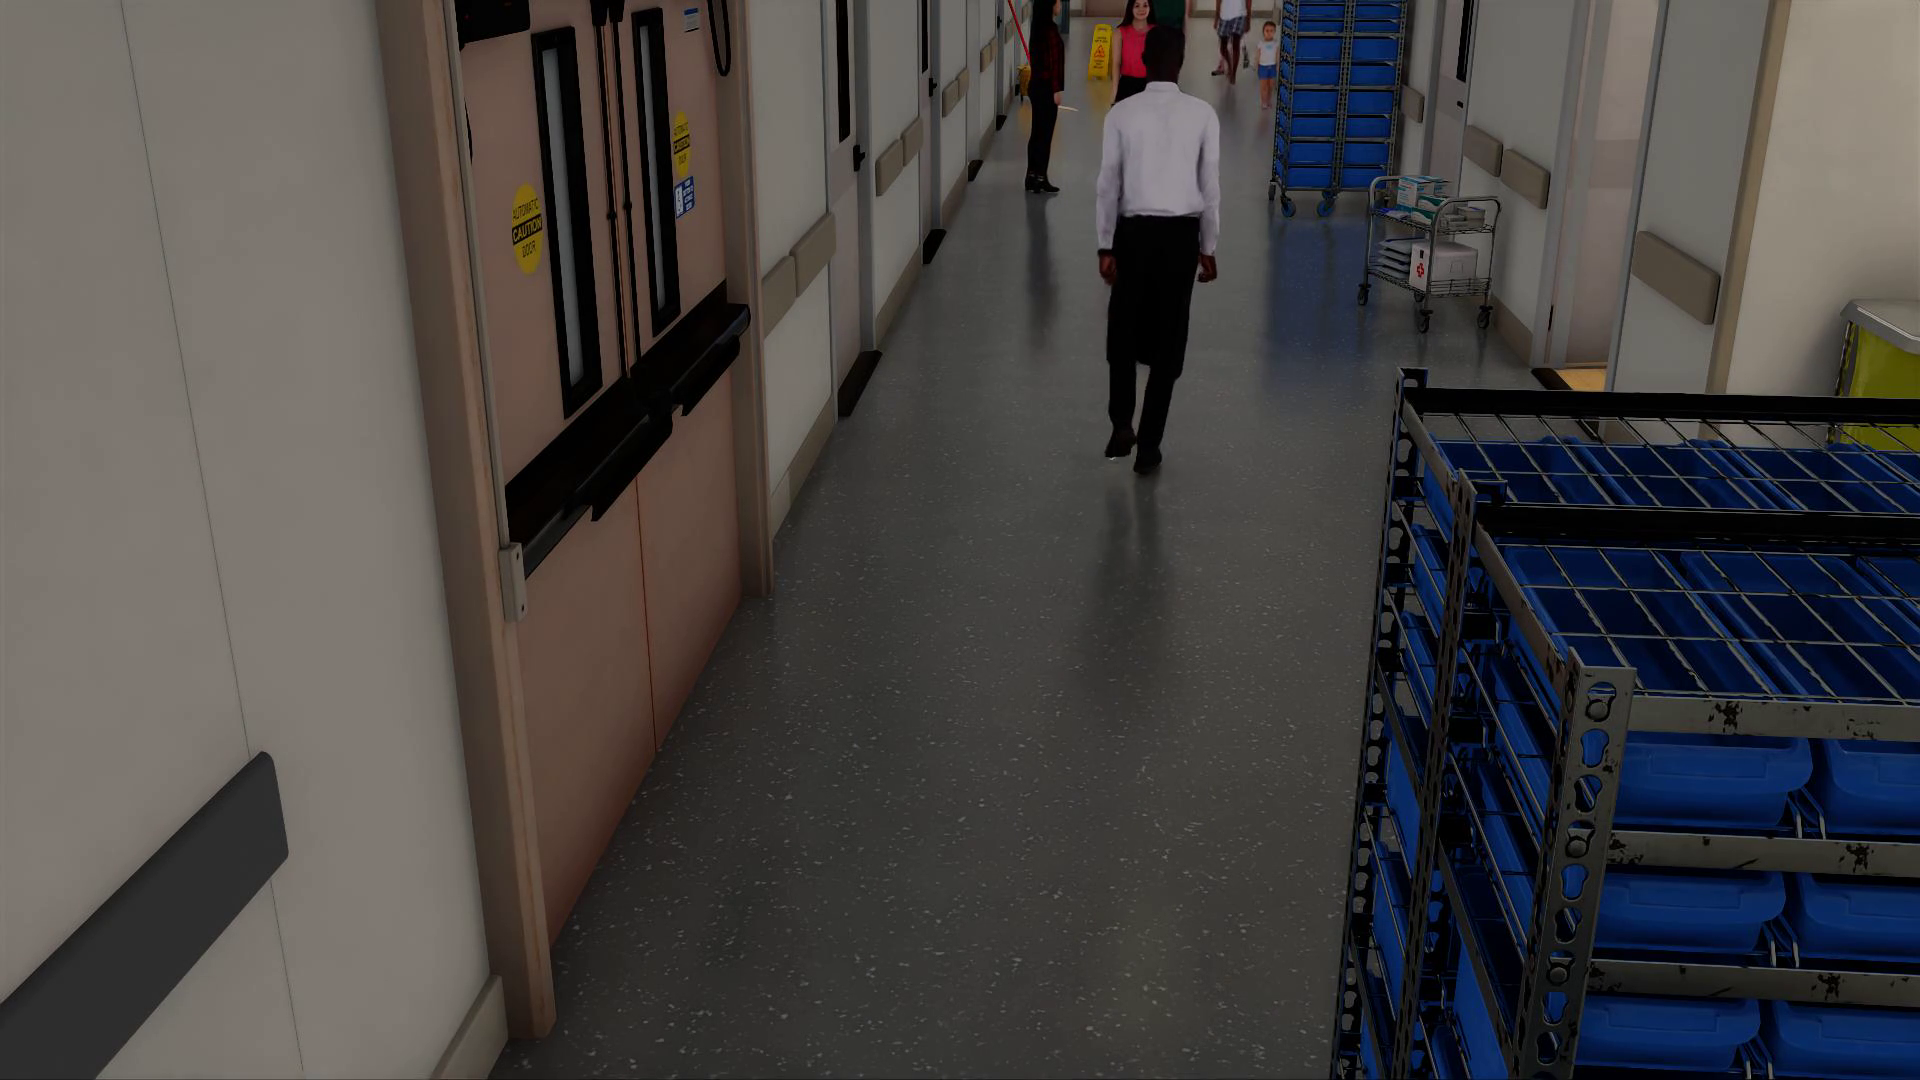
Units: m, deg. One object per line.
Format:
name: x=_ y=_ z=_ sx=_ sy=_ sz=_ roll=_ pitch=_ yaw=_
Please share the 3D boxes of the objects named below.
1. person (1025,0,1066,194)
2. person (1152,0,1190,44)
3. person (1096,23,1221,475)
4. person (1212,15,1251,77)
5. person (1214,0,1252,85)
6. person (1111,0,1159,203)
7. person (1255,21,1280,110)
person: x=0.691 y=-3.752 z=13.913 sx=0.708 sy=1.651 sz=0.576 roll=-6 pitch=22 yaw=-16
person: x=2.375 y=-5.823 z=19.116 sx=0.647 sy=1.836 sz=0.796 roll=3 pitch=21 yaw=7
person: x=0.787 y=-1.128 z=6.750 sx=0.691 sy=1.820 sz=0.756 roll=4 pitch=21 yaw=11
person: x=3.950 y=-7.559 z=23.812 sx=0.980 sy=1.759 sz=0.900 roll=-18 pitch=27 yaw=-39
person: x=3.737 y=-7.119 z=22.724 sx=0.818 sy=1.708 sz=1.093 roll=7 pitch=22 yaw=18
person: x=1.421 y=-3.563 z=13.403 sx=0.638 sy=1.660 sz=0.605 roll=-4 pitch=21 yaw=-11
person: x=3.672 y=-5.672 z=19.885 sx=0.428 sy=1.013 sz=0.497 roll=2 pitch=21 yaw=6
